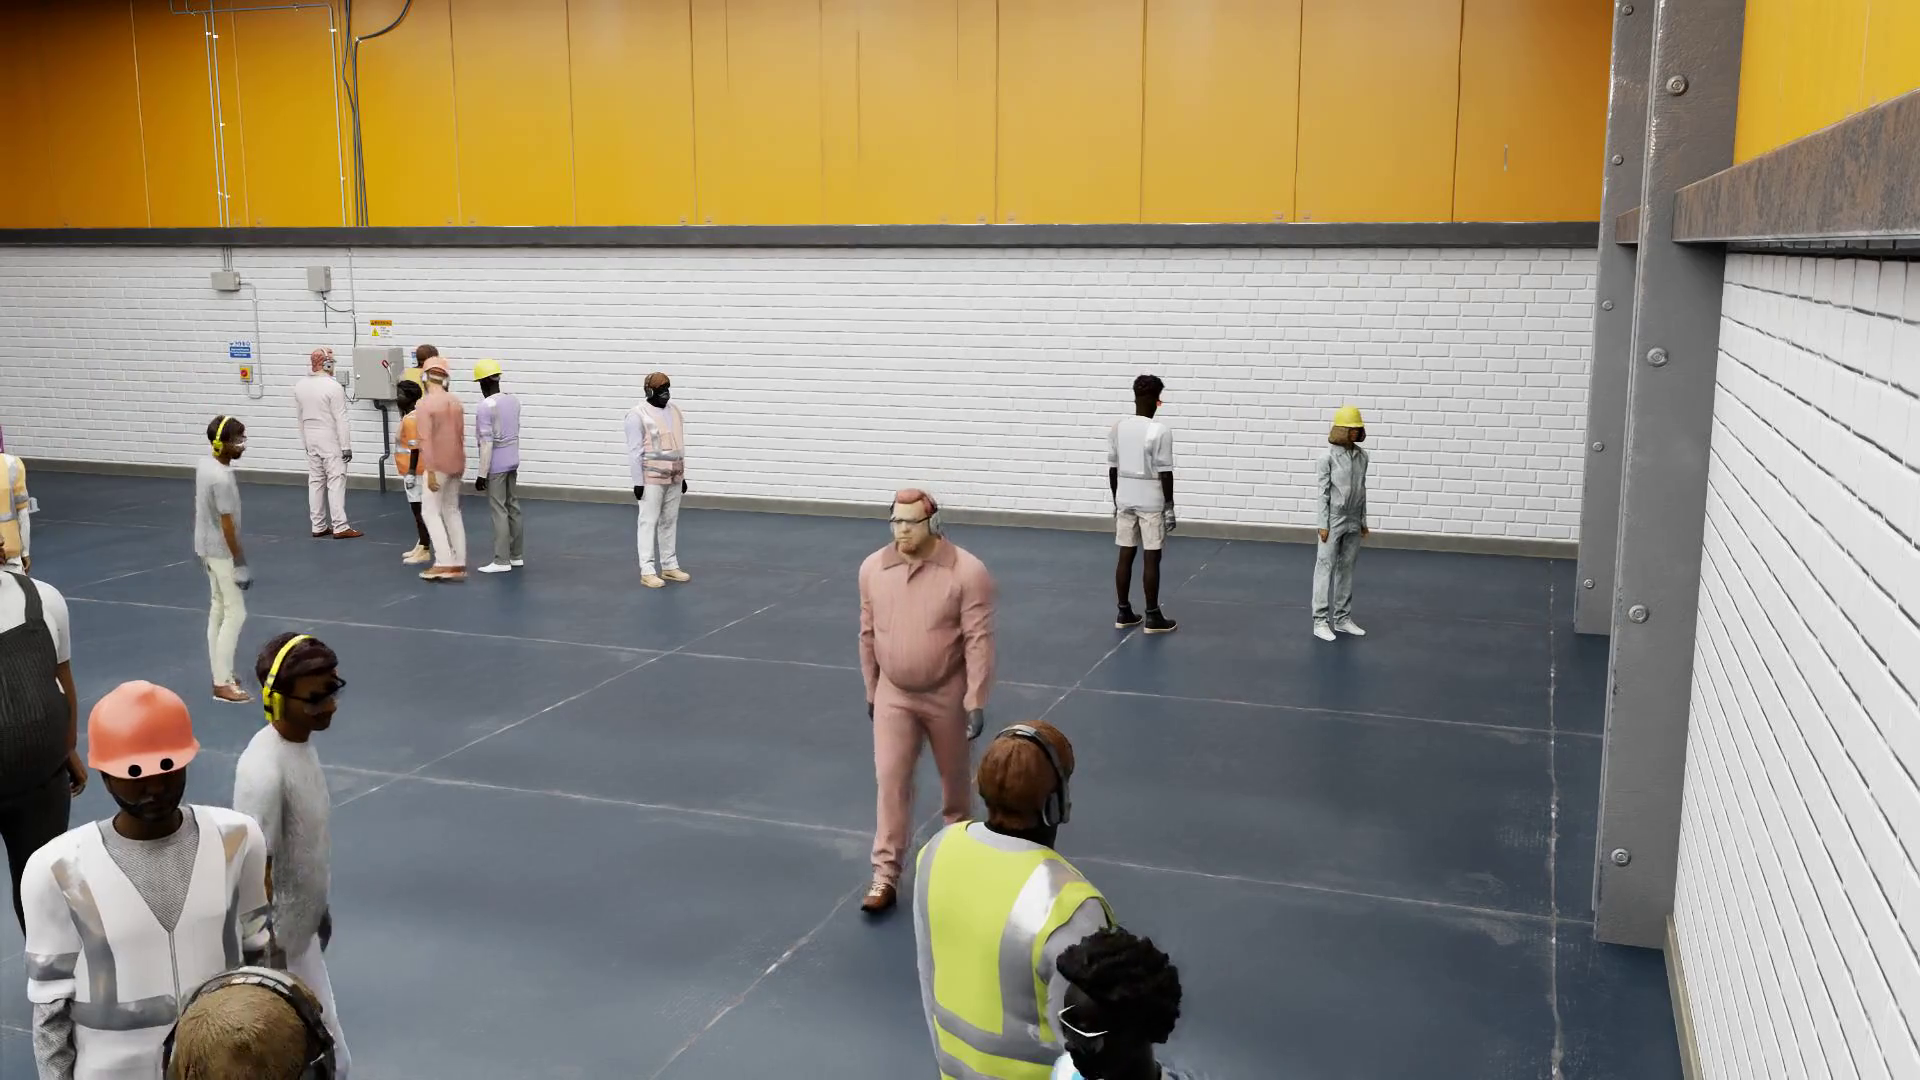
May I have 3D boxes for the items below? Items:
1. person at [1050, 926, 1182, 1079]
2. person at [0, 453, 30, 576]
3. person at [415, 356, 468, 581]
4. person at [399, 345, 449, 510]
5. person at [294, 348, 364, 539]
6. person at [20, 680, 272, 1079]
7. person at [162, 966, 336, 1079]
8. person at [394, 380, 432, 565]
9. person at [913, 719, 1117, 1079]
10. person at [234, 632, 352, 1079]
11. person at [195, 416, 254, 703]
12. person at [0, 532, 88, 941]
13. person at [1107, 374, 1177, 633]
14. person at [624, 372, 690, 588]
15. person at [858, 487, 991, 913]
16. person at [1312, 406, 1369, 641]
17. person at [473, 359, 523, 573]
[{"bbox_3d":[0.314,1.538,3.158,0.352,1.682,0.545,-5,11,-25],"label":"person"},{"bbox_3d":[-6.251,0.078,10.668,0.361,1.939,0.543,7,12,34],"label":"person"},{"bbox_3d":[-4.571,-0.636,14.665,0.510,1.946,0.663,4,11,21],"label":"person"},{"bbox_3d":[-5.869,-1.231,18.373,0.653,1.836,0.443,4,11,22],"label":"person"},{"bbox_3d":[-6.305,-0.961,16.610,0.641,1.908,0.407,5,11,27],"label":"person"},{"bbox_3d":[-1.870,1.273,3.938,0.543,1.940,0.361,-9,13,-41],"label":"person"},{"bbox_3d":[-0.986,1.564,2.381,0.632,1.921,0.519,-1,10,-6],"label":"person"},{"bbox_3d":[-5.035,-0.626,15.310,0.316,1.698,0.540,-3,11,-16],"label":"person"},{"bbox_3d":[0.166,1.322,3.927,0.429,1.846,0.633,-8,13,-36],"label":"person"},{"bbox_3d":[-2.019,1.159,4.882,0.527,1.847,0.645,-3,10,-16],"label":"person"},{"bbox_3d":[-4.767,0.110,10.784,0.342,1.842,0.644,-7,12,-34],"label":"person"},{"bbox_3d":[-3.575,0.828,6.158,0.538,2.000,0.689,9,13,41],"label":"person"},{"bbox_3d":[1.390,-0.277,12.601,0.372,1.961,0.600,-10,14,-44],"label":"person"},{"bbox_3d":[-2.583,-0.526,14.340,0.429,1.843,0.633,6,12,32],"label":"person"},{"bbox_3d":[-0.166,0.680,7.524,0.652,1.861,0.995,3,10,15],"label":"person"},{"bbox_3d":[2.858,-0.130,12.391,0.484,1.744,0.295,-6,12,-32],"label":"person"},{"bbox_3d":[-4.151,-0.661,14.892,0.381,1.917,0.585,3,10,16],"label":"person"}]
